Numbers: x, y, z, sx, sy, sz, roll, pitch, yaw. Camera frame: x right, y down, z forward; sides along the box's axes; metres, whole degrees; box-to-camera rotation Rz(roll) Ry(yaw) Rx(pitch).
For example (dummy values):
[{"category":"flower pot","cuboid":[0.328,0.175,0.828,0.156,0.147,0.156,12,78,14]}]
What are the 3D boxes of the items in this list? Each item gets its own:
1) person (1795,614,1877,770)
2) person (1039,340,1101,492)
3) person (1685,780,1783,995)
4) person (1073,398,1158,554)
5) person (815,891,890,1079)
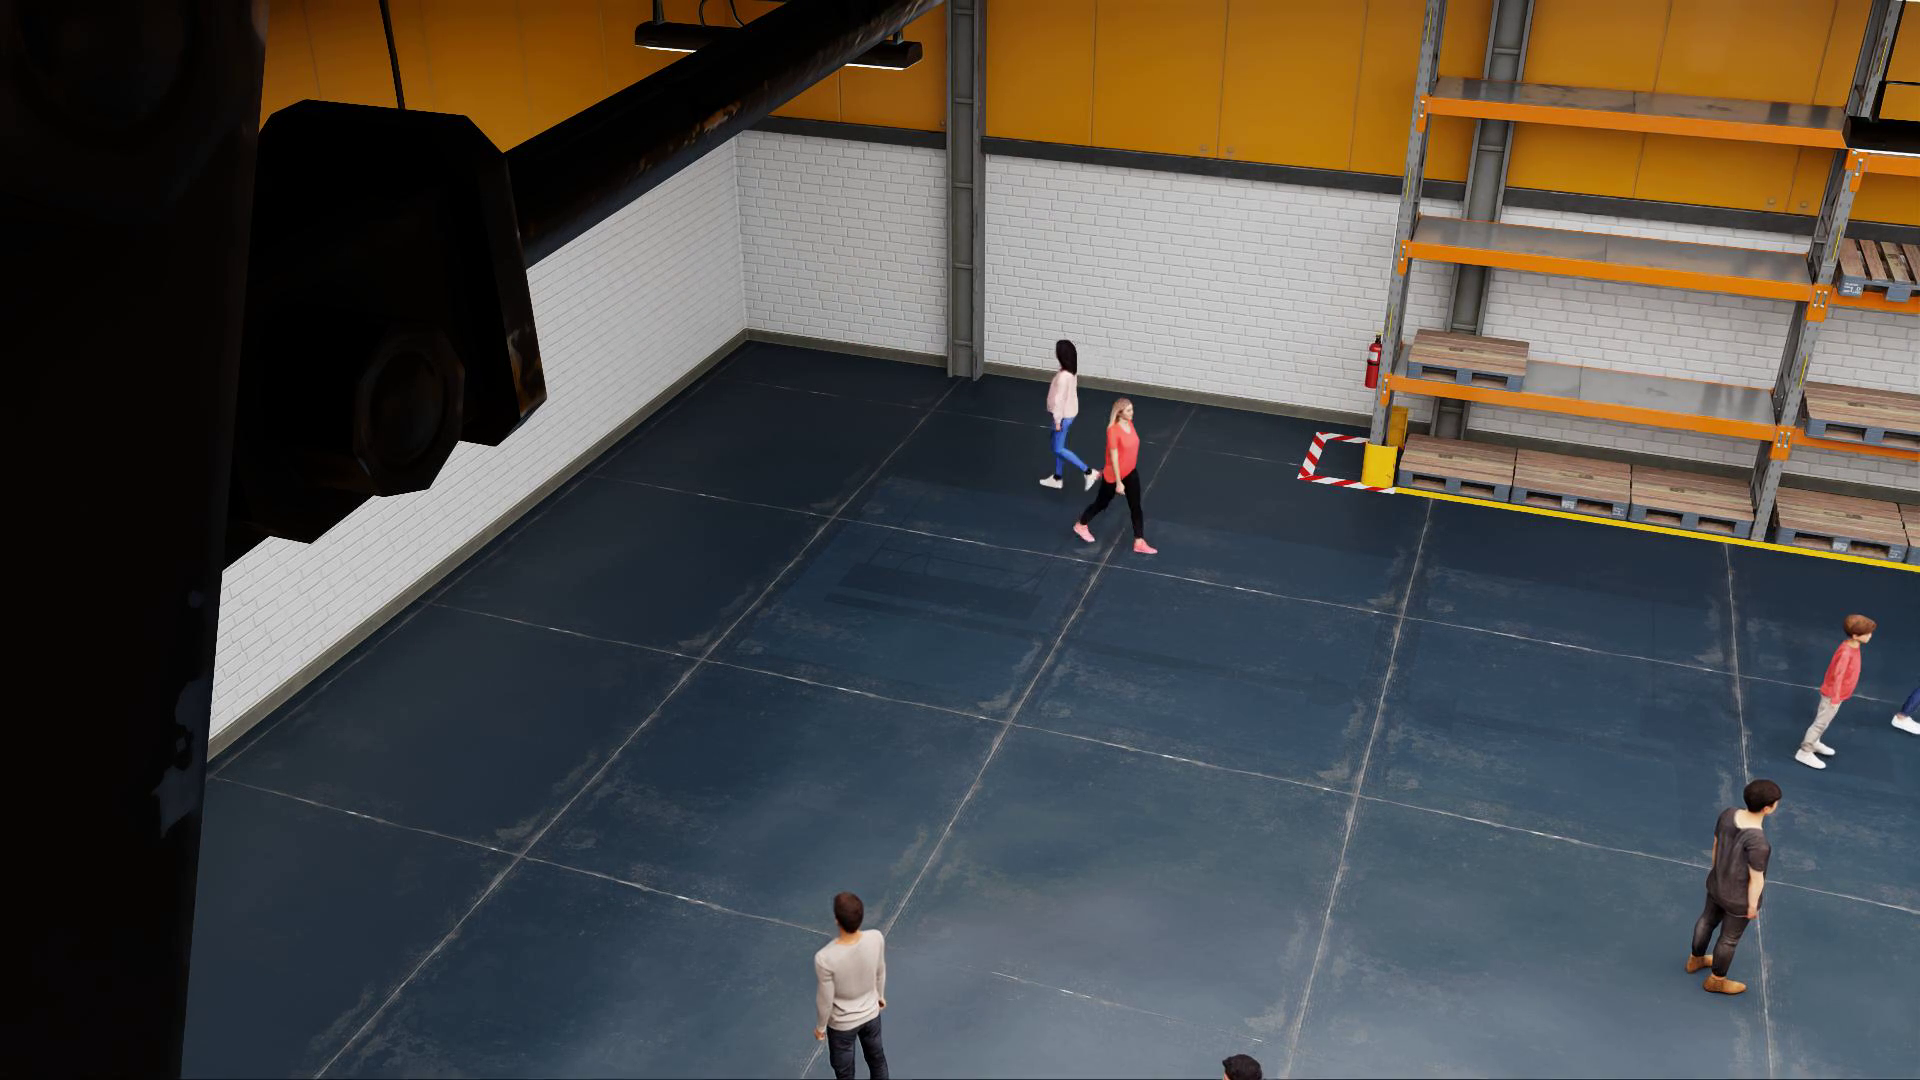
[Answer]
[{"category":"person","cuboid":[7.205,1.222,13.712,0.588,1.413,0.585,22,35,34]},{"category":"person","cuboid":[1.206,-1.315,18.006,0.923,1.755,0.647,11,30,19]},{"category":"person","cuboid":[5.278,2.342,11.341,0.726,1.717,0.708,-6,29,-11]},{"category":"person","cuboid":[1.521,-0.650,16.892,1.224,1.654,0.859,21,35,33]},{"category":"person","cuboid":[-0.652,2.902,10.159,0.743,1.867,0.763,-19,34,-31]}]
